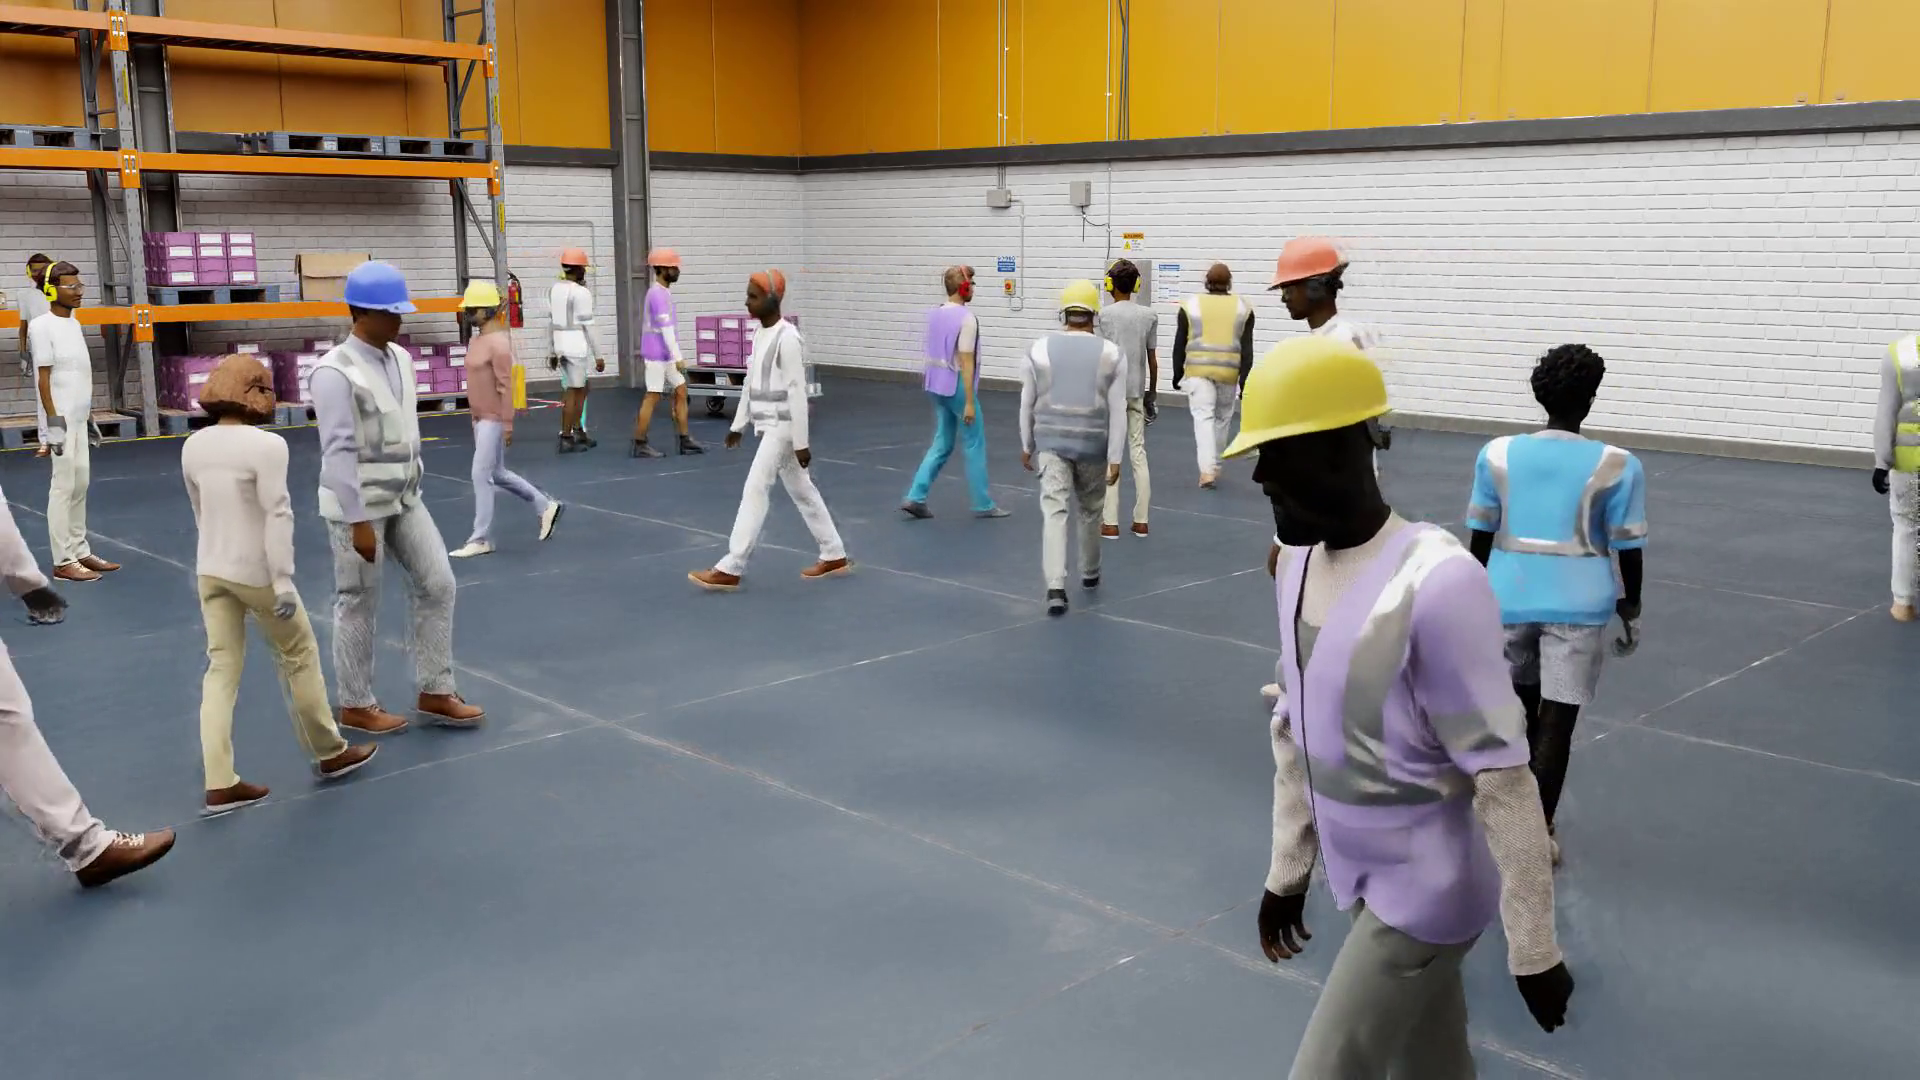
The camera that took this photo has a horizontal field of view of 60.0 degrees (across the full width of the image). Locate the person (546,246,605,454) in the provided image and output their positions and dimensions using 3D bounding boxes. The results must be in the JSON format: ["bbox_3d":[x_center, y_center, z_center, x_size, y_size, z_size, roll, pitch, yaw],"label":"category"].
[{"bbox_3d":[-3.532,-1.765,15.508,0.560,1.913,0.640,9,14,42],"label":"person"}]

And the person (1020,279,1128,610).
[{"bbox_3d":[0.612,-0.524,9.114,0.600,1.789,0.926,2,11,9],"label":"person"}]

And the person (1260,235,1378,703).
[{"bbox_3d":[1.489,-0.236,6.886,0.594,2.010,0.638,0,10,2],"label":"person"}]

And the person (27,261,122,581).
[{"bbox_3d":[-5.243,-0.700,9.823,0.328,1.874,0.521,-1,10,-4],"label":"person"}]

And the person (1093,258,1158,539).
[{"bbox_3d":[1.079,-0.940,11.138,0.533,1.868,0.310,-3,11,-18],"label":"person"}]

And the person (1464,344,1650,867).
[{"bbox_3d":[1.943,0.209,5.364,0.552,1.677,0.626,8,13,38],"label":"person"}]

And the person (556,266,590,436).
[{"bbox_3d":[-3.917,-1.924,16.808,0.370,1.765,0.544,-2,11,-8],"label":"person"}]

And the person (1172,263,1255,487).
[{"bbox_3d":[2.060,-1.344,13.553,0.633,1.802,0.956,0,10,1],"label":"person"}]

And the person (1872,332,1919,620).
[{"bbox_3d":[4.971,-0.406,8.412,0.634,1.809,0.922,5,12,25],"label":"person"}]

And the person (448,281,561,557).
[{"bbox_3d":[-2.932,-0.782,10.625,0.746,1.744,0.530,-7,13,-35],"label":"person"}]

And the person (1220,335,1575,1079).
[{"bbox_3d":[0.783,0.580,2.900,0.833,1.866,0.602,-1,10,-5],"label":"person"}]

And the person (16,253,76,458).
[{"bbox_3d":[-8.315,-1.678,15.199,0.515,1.861,0.322,-3,11,-14],"label":"person"}]

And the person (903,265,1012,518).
[{"bbox_3d":[-0.036,-1.034,11.826,0.686,1.847,0.586,-6,12,-29],"label":"person"}]

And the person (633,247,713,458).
[{"bbox_3d":[-2.613,-1.685,15.104,0.842,1.906,0.561,-1,10,-5],"label":"person"}]

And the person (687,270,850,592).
[{"bbox_3d":[-1.071,-0.629,9.569,1.005,1.833,0.593,-4,11,-19],"label":"person"}]

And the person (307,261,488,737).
[{"bbox_3d":[-2.226,-0.135,6.609,0.740,1.917,0.631,3,11,15],"label":"person"}]

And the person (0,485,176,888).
[{"bbox_3d":[-2.988,0.188,5.024,0.969,1.849,0.636,-5,11,-25],"label":"person"}]

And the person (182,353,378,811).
[{"bbox_3d":[-2.506,0.128,6.020,0.514,1.596,0.775,4,11,23],"label":"person"}]
